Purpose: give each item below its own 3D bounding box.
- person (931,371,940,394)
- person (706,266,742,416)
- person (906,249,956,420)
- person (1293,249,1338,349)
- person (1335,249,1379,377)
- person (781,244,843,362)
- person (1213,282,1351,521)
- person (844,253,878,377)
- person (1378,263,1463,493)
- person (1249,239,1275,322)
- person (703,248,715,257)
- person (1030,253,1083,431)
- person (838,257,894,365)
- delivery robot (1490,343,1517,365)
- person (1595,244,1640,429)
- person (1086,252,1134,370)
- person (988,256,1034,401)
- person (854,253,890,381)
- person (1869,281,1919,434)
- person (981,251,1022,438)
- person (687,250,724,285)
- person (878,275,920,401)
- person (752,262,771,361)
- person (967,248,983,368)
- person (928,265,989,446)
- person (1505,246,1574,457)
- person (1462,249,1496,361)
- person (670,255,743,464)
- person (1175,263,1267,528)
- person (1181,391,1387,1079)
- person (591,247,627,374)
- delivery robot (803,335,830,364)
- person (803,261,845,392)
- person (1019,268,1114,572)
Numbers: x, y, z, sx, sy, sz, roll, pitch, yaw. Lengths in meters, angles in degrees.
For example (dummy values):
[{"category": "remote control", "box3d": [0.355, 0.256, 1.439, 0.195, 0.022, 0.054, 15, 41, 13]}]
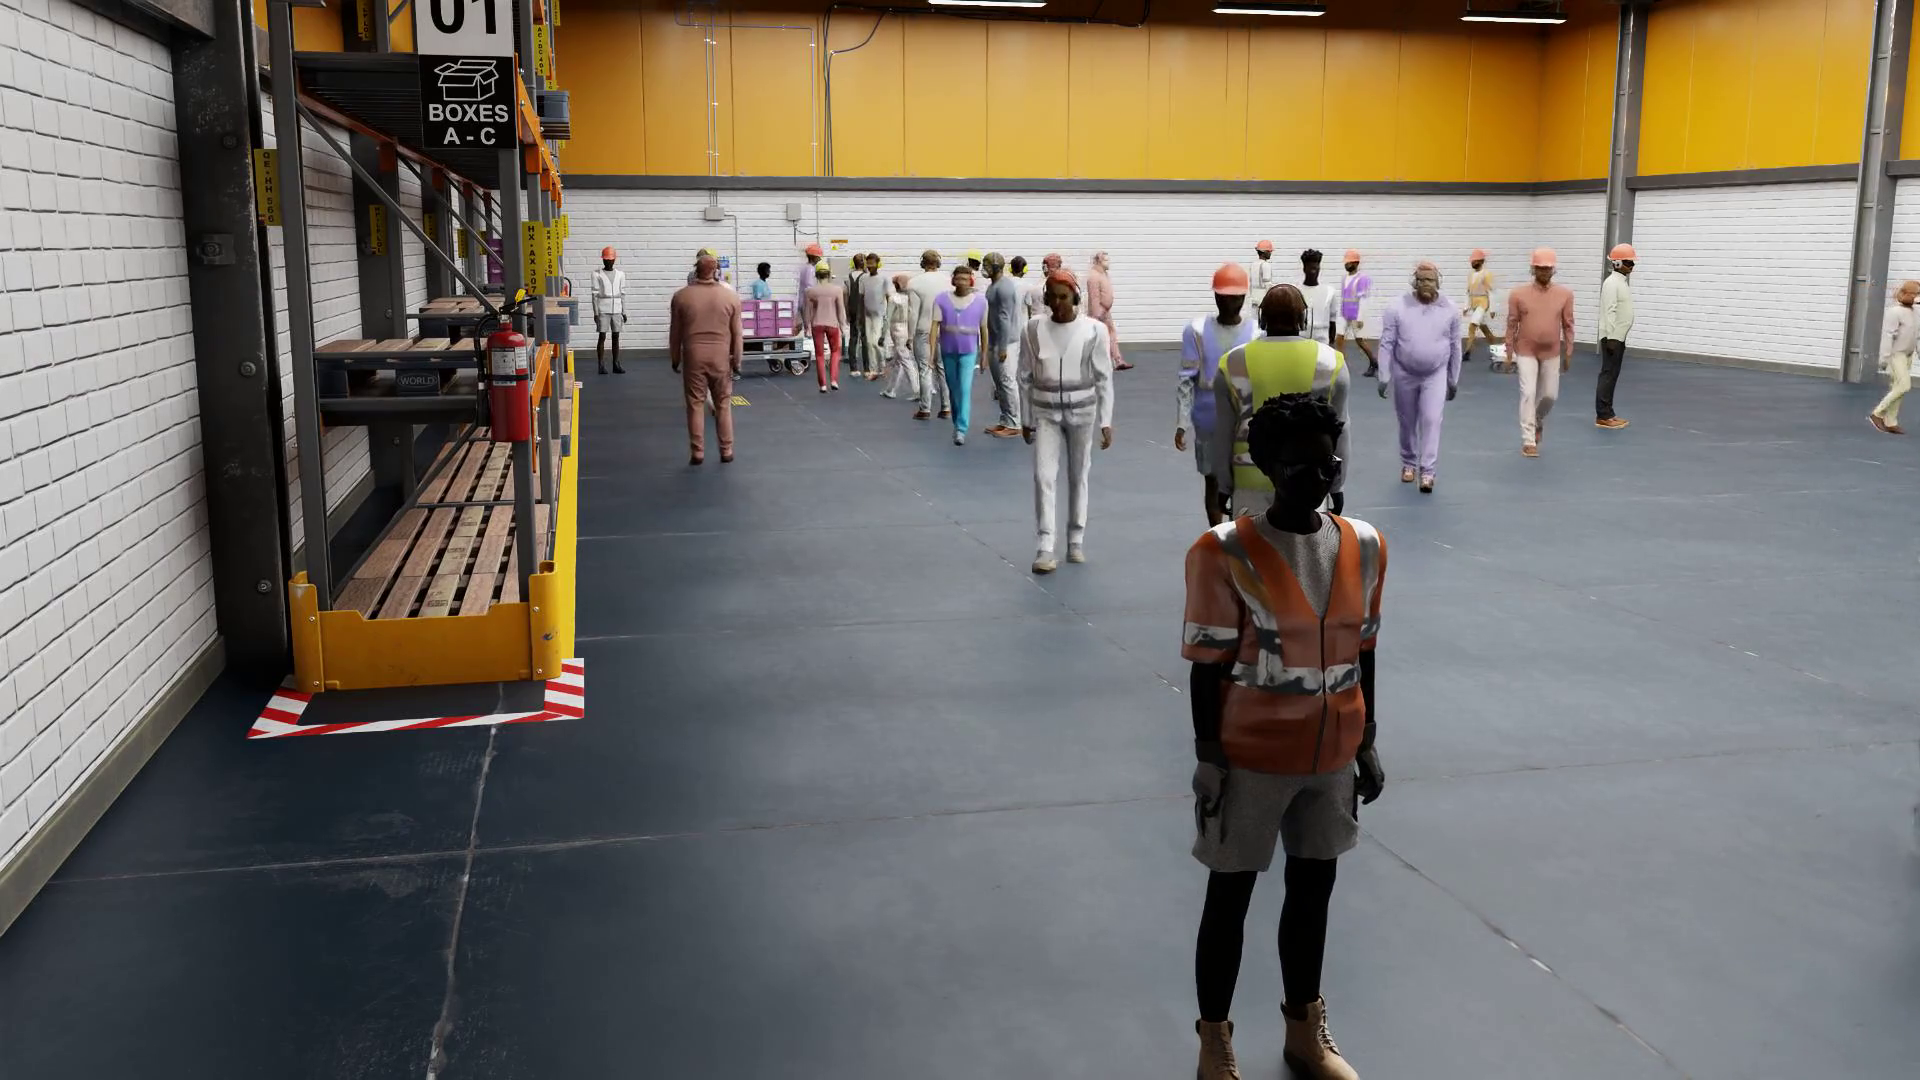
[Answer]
[{"category": "person", "box3d": [-0.355, -2.714, 21.886, 0.544, 1.616, 0.537, -3, 11, -18]}, {"category": "person", "box3d": [-2.837, -2.341, 19.334, 0.659, 1.798, 0.919, -5, 11, -24]}, {"category": "person", "box3d": [-0.320, -2.325, 18.874, 0.636, 1.936, 0.355, -5, 11, -26]}, {"category": "person", "box3d": [3.500, -1.939, 16.700, 0.627, 1.941, 0.709, 0, 10, 2]}, {"category": "person", "box3d": [5.859, -3.343, 24.622, 0.932, 1.907, 0.553, -5, 11, -27]}, {"category": "person", "box3d": [-2.478, -3.878, 27.388, 1.072, 1.978, 0.603, -4, 11, -23]}, {"category": "person", "box3d": [1.477, -0.257, 7.683, 0.627, 1.846, 0.429, 2, 10, 11]}, {"category": "person", "box3d": [-1.483, -3.338, 24.756, 0.505, 1.842, 0.348, 5, 12, 28]}, {"category": "person", "box3d": [3.782, -1.345, 13.697, 0.652, 1.853, 1.019, 3, 11, 16]}, {"category": "person", "box3d": [5.071, -4.001, 27.869, 0.373, 2.044, 0.606, -4, 11, -20]}, {"category": "person", "box3d": [-4.194, -3.910, 27.751, 0.579, 1.895, 0.699, -4, 11, -22]}, {"category": "person", "box3d": [0.984, -2.089, 17.673, 0.639, 1.902, 0.407, -6, 12, -32]}, {"category": "person", "box3d": [-1.508, -3.725, 27.102, 0.909, 1.780, 0.621, -3, 11, -14]}, {"category": "delivery robot", "box3d": [8.539, -2.890, 25.580, 0.707, 0.478, 0.477, 1, 10, 4]}, {"category": "person", "box3d": [7.140, -2.214, 18.101, 0.381, 1.994, 0.622, 6, 12, 30]}, {"category": "person", "box3d": [2.198, -3.579, 26.061, 1.019, 1.860, 0.661, 5, 11, 26]}, {"category": "person", "box3d": [0.657, -2.631, 20.833, 0.559, 1.839, 0.430, 3, 11, 19]}, {"category": "person", "box3d": [-1.275, -3.226, 24.101, 0.530, 1.857, 0.386, 6, 12, 29]}, {"category": "person", "box3d": [9.907, -1.904, 17.440, 0.496, 1.615, 0.350, -7, 12, -34]}, {"category": "person", "box3d": [0.412, -2.025, 17.275, 0.396, 1.926, 0.641, -2, 10, -13]}, {"category": "person", "box3d": [-4.078, -3.705, 26.704, 0.653, 1.886, 1.051, 4, 11, 22]}, {"category": "person", "box3d": [-0.739, -2.570, 21.180, 0.855, 1.595, 0.525, 8, 13, 37]}, {"category": "person", "box3d": [-3.414, -3.844, 28.019, 0.599, 1.677, 0.528, 3, 11, 16]}, {"category": "person", "box3d": [0.177, -3.668, 26.400, 0.422, 1.902, 0.609, -5, 11, -27]}, {"category": "person", "box3d": [0.003, -1.887, 16.864, 0.577, 1.796, 0.990, 1, 10, 8]}, {"category": "person", "box3d": [5.502, -1.800, 15.856, 0.625, 1.979, 0.701, 1, 10, 7]}, {"category": "person", "box3d": [8.816, -3.952, 28.051, 1.003, 1.892, 0.535, -3, 11, -15]}, {"category": "person", "box3d": [-2.302, -1.635, 15.147, 0.662, 1.900, 0.429, -2, 10, -9]}, {"category": "person", "box3d": [1.575, -0.699, 9.989, 0.555, 1.890, 0.975, 3, 11, 15]}, {"category": "person", "box3d": [0.761, 0.498, 3.898, 0.536, 1.697, 0.318, -4, 11, -21]}, {"category": "person", "box3d": [-5.330, -3.494, 25.358, 0.547, 1.934, 0.376, -7, 12, -34]}, {"category": "delivery robot", "box3d": [-2.313, -2.944, 25.878, 0.707, 0.478, 0.477, -5, 11, -27]}, {"category": "person", "box3d": [-1.836, -2.864, 22.340, 0.554, 1.750, 0.488, -1, 10, -7]}, {"category": "person", "box3d": [0.649, -0.732, 10.264, 0.611, 1.847, 0.840, 2, 10, 11]}]
